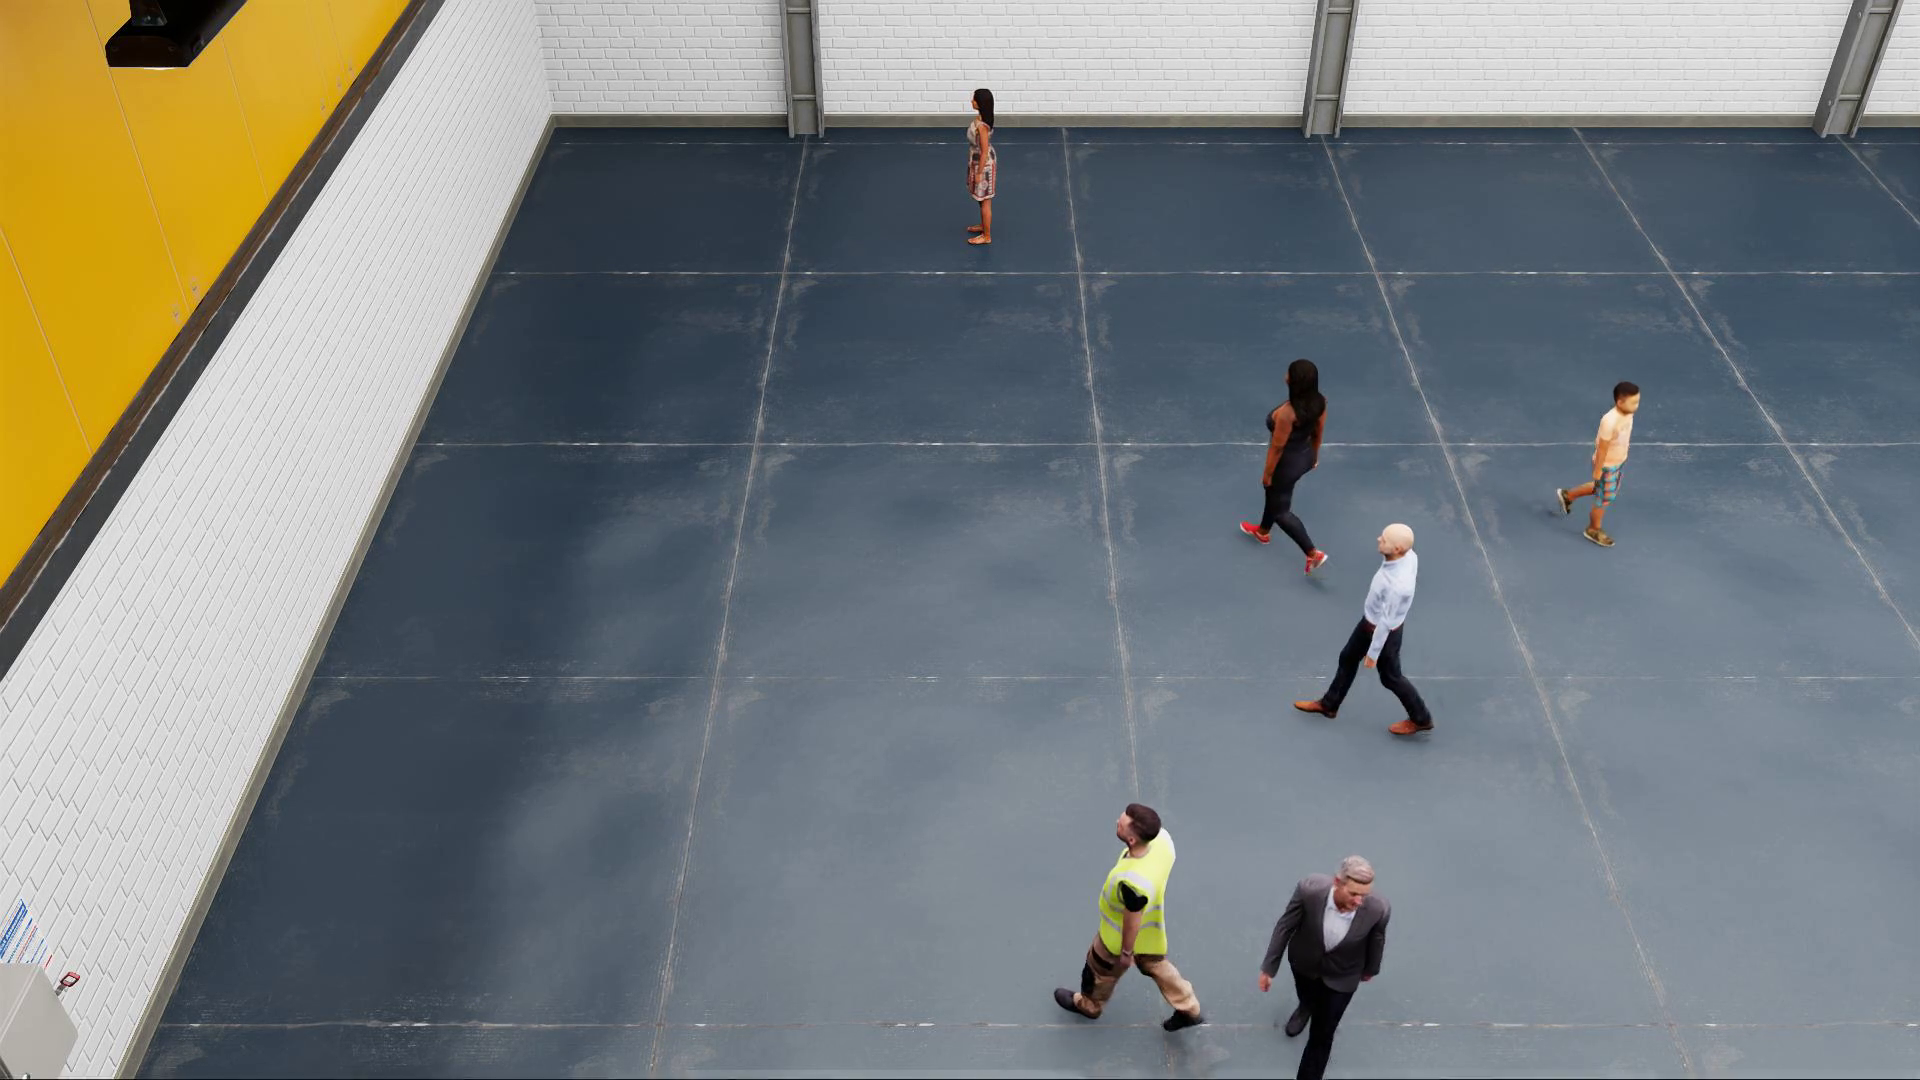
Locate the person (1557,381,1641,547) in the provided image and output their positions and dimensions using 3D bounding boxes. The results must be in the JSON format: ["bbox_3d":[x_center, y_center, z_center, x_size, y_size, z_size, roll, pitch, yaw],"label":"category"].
[{"bbox_3d":[5.058,-0.645,13.114,0.890,1.447,0.814,29,47,32],"label":"person"}]

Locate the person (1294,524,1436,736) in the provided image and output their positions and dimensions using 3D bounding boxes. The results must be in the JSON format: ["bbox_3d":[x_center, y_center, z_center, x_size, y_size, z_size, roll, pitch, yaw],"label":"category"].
[{"bbox_3d":[2.931,0.659,11.233,1.261,1.758,0.849,8,39,10],"label":"person"}]

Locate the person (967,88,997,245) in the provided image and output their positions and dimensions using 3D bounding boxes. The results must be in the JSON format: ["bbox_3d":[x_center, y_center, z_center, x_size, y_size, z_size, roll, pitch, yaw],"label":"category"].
[{"bbox_3d":[0.234,-3.817,16.927,0.513,1.645,0.646,1,39,1],"label":"person"}]

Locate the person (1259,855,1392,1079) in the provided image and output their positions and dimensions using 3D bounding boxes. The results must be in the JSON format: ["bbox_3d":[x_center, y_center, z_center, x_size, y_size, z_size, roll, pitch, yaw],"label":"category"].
[{"bbox_3d":[2.019,2.282,9.184,1.295,1.778,1.165,17,42,21],"label":"person"}]

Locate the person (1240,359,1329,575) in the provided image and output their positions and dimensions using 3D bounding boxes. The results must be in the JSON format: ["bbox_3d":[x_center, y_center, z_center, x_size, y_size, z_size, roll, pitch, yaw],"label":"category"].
[{"bbox_3d":[2.570,-0.543,12.711,1.149,1.790,1.184,-29,47,-31],"label":"person"}]

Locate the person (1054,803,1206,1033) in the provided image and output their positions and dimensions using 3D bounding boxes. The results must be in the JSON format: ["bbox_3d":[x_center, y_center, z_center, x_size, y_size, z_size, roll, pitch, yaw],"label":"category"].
[{"bbox_3d":[1.025,2.165,9.297,1.236,1.820,1.033,19,42,22],"label":"person"}]
